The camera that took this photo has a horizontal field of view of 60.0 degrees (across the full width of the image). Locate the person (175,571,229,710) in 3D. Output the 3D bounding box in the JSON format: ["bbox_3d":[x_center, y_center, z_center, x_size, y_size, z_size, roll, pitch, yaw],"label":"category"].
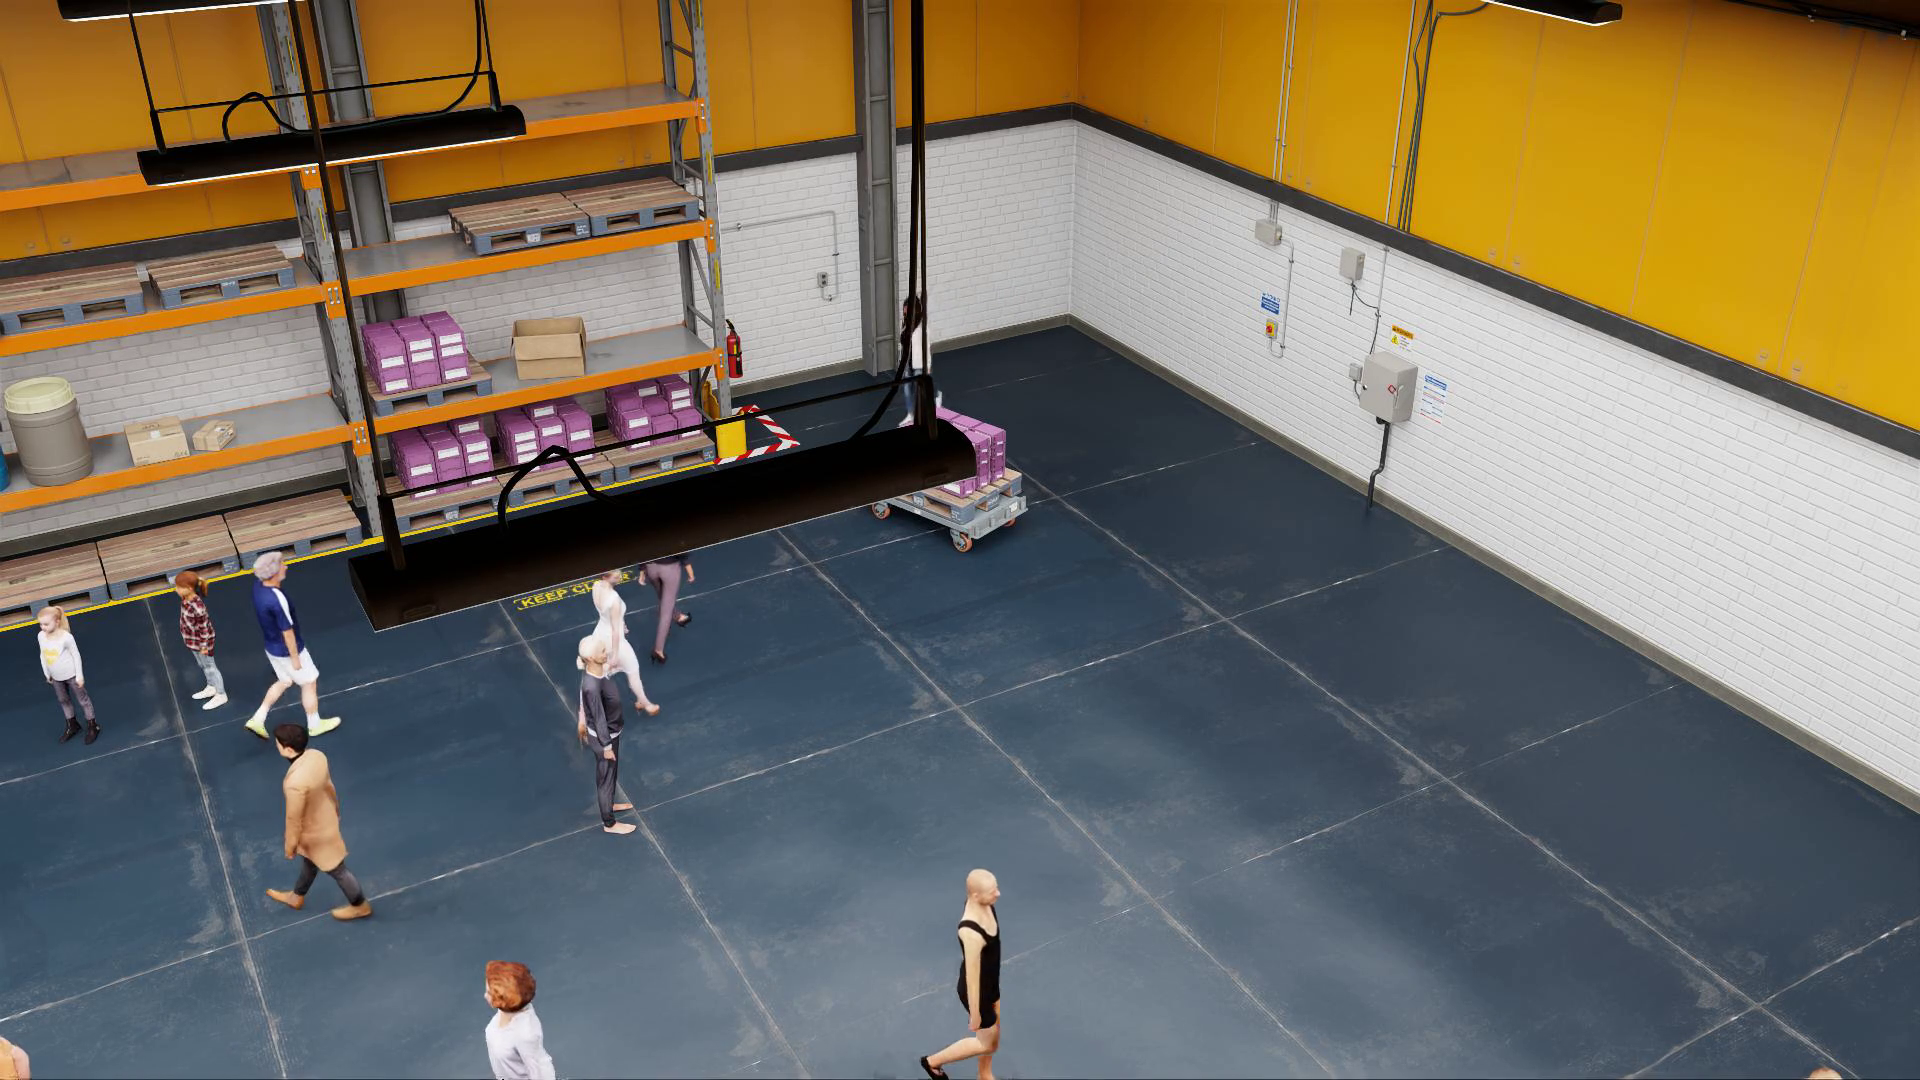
[{"bbox_3d":[-6.655,0.851,14.567,0.585,1.306,0.573,-24,37,-37],"label":"person"}]

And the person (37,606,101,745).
[{"bbox_3d":[-7.579,1.124,14.095,0.570,1.279,0.640,3,29,6],"label":"person"}]

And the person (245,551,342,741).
[{"bbox_3d":[-5.714,0.926,13.894,0.841,1.819,1.072,24,36,36],"label":"person"}]

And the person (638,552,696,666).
[{"bbox_3d":[-2.727,0.390,15.072,1.008,1.632,1.111,10,30,17],"label":"person"}]

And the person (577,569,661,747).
[{"bbox_3d":[-3.029,0.942,13.942,1.089,1.746,0.759,-24,37,-37],"label":"person"}]

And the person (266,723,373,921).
[{"bbox_3d":[-4.541,2.055,11.952,1.132,1.697,0.962,-1,29,-2],"label":"person"}]

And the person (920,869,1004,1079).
[{"bbox_3d":[0.036,2.794,10.489,1.002,1.801,0.920,4,29,7],"label":"person"}]

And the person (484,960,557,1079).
[{"bbox_3d":[-2.489,3.188,9.896,0.803,1.678,0.727,-20,35,-32],"label":"person"}]

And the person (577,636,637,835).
[{"bbox_3d":[-2.783,1.487,12.963,0.615,1.727,0.658,-6,29,-12],"label":"person"}]

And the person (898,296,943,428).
[{"bbox_3d":[-0.491,-2.148,19.739,0.838,1.619,1.014,20,35,32],"label":"person"}]
